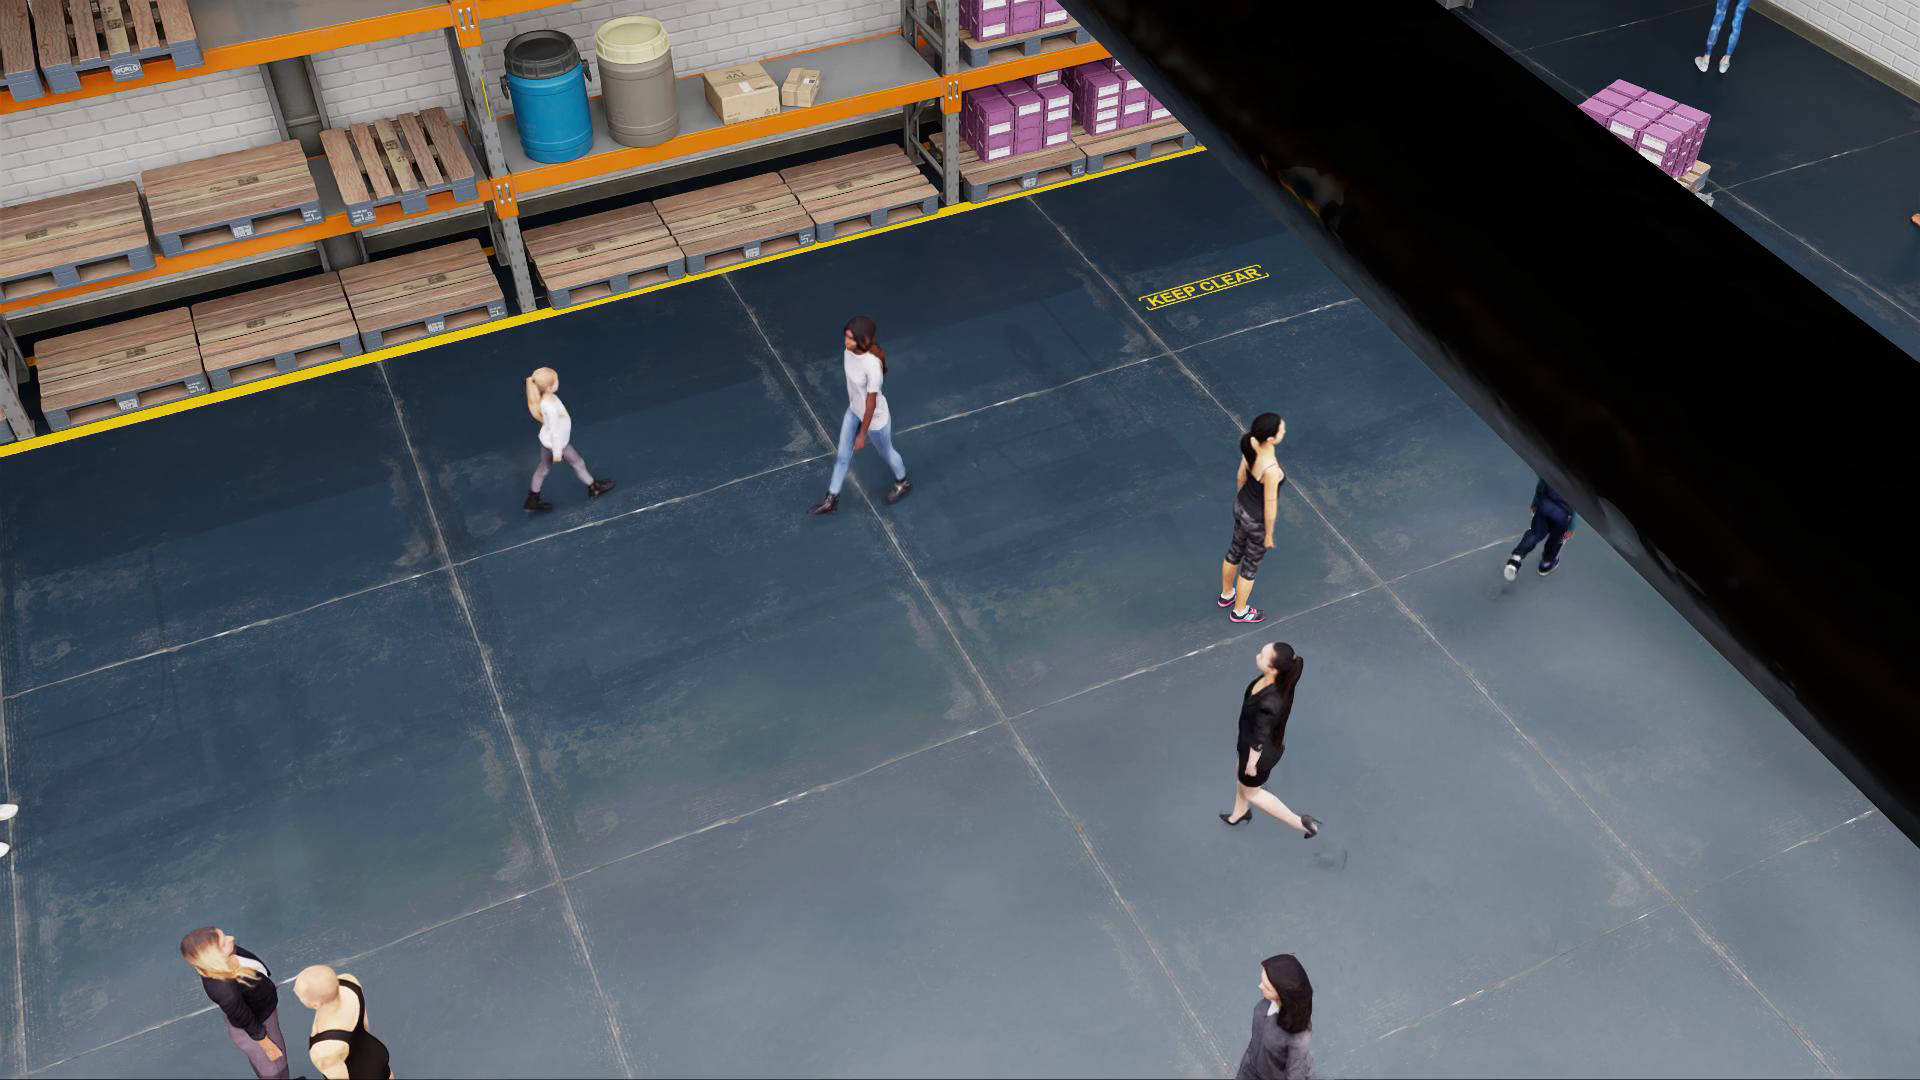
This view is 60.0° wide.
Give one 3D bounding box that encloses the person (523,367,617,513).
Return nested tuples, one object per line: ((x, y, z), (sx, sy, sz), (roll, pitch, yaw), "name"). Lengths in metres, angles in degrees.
((-2.990, -0.689, 12.021), (0.952, 1.252, 0.563), (-23, 48, -22), "person")

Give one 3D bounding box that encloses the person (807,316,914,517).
((-0.584, -0.897, 11.924), (1.145, 1.685, 0.754), (-28, 50, -26), "person")

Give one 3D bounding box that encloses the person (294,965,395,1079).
((-2.926, 2.618, 8.140), (0.645, 1.816, 0.703), (-3, 44, -3), "person")

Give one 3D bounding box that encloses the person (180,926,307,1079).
((-3.587, 2.456, 8.414), (0.583, 1.672, 0.633), (-27, 50, -26), "person")

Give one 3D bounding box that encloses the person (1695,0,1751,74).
((7.844, -5.586, 16.774), (0.675, 1.784, 0.747), (8, 44, 9), "person")

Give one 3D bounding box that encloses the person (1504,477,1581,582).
((4.078, -0.186, 11.498), (0.842, 1.243, 0.640), (-31, 51, -28), "person")

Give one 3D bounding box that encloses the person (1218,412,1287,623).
((1.956, -0.157, 11.116), (0.553, 1.729, 0.582), (-14, 45, -14), "person")

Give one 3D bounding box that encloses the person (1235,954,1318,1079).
((1.671, 2.617, 8.225), (1.268, 1.701, 0.868), (-11, 45, -11), "person")

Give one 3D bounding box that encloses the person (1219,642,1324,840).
((1.838, 1.223, 9.700), (0.953, 1.683, 0.893), (15, 46, 15), "person")
